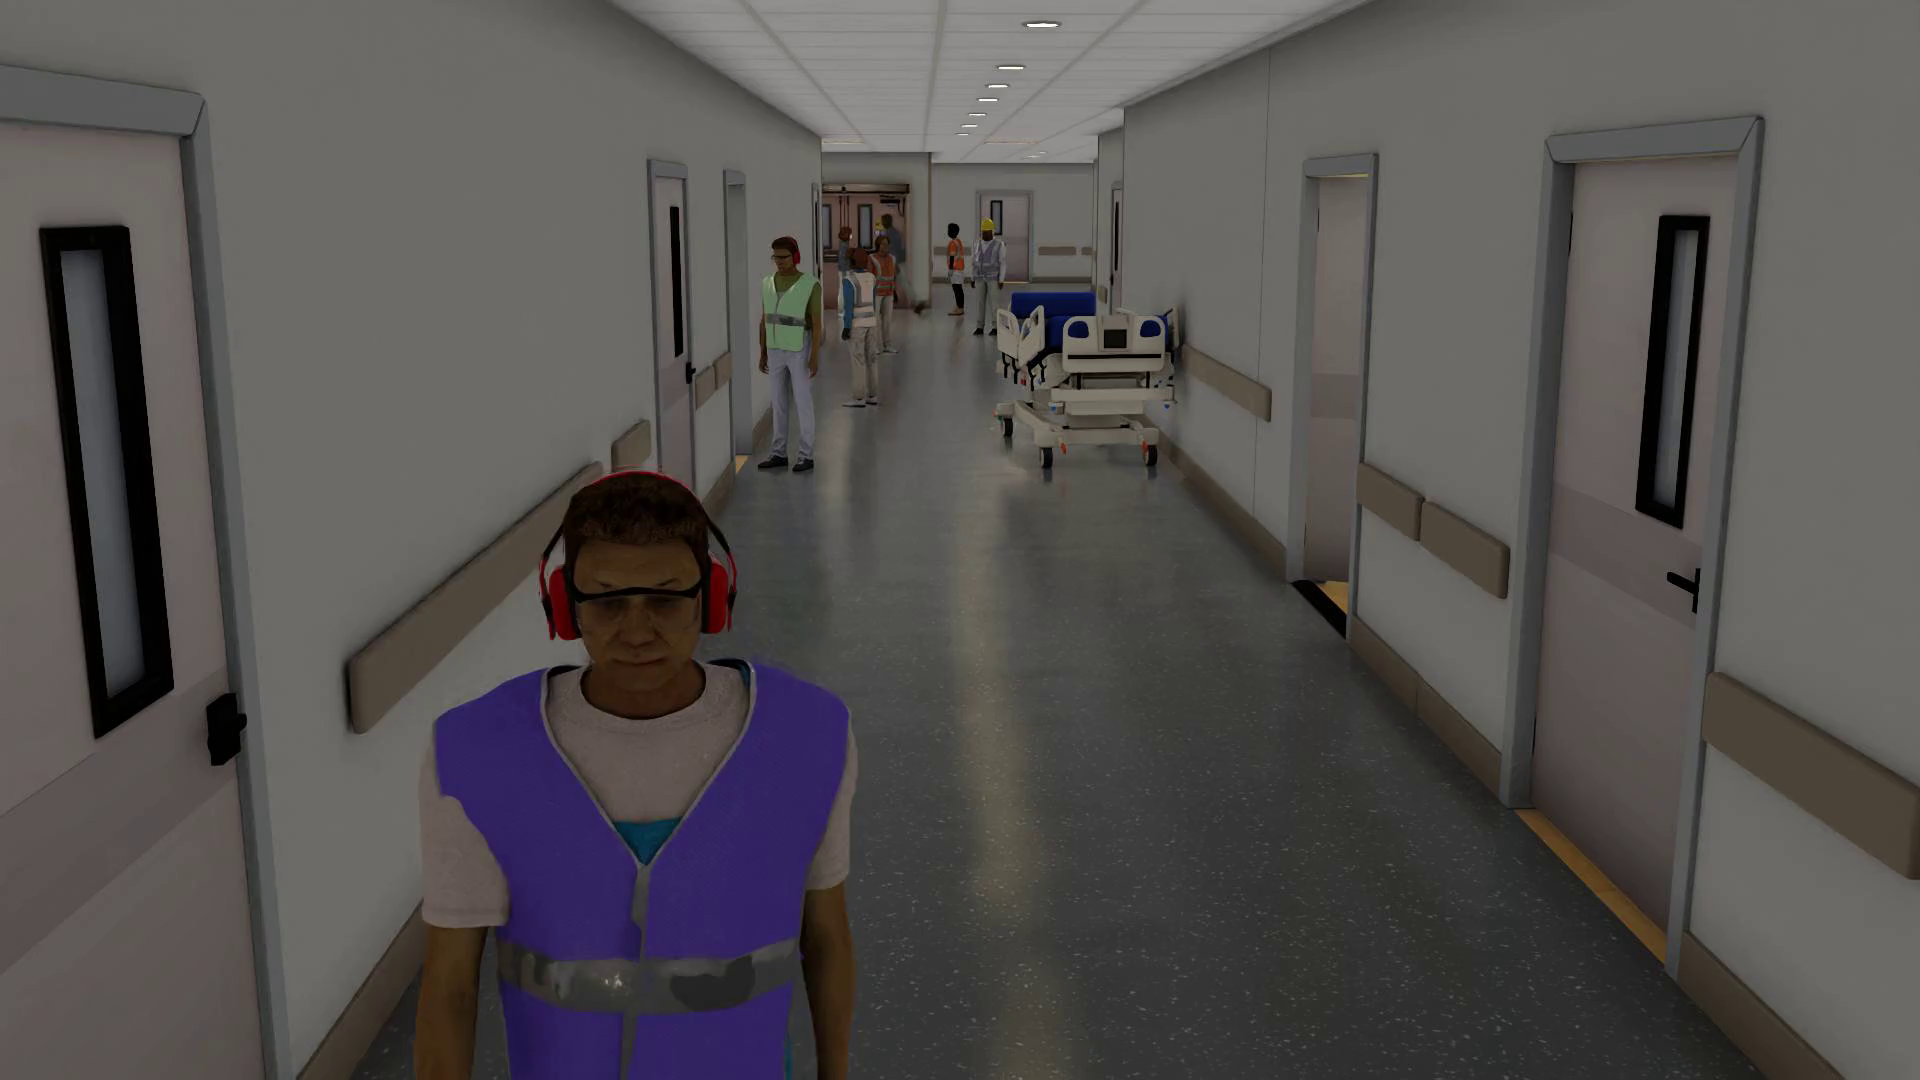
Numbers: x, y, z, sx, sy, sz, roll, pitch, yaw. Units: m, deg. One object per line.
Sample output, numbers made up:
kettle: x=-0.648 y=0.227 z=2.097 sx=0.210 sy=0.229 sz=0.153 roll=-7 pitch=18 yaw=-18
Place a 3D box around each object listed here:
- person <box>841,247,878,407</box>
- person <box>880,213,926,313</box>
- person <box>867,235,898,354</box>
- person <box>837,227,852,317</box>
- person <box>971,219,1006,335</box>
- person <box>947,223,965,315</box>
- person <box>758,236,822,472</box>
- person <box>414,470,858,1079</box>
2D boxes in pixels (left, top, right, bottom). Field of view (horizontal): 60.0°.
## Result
person: x=-1.035 y=-2.191 z=17.152 sx=0.315 sy=1.641 sz=0.514 roll=7 pitch=14 yaw=32
person: x=-1.190 y=-5.149 z=31.021 sx=1.106 sy=1.880 sz=0.638 roll=5 pitch=12 yaw=21
person: x=-1.079 y=-3.398 z=23.036 sx=0.511 sy=1.640 sz=0.308 roll=-10 pitch=15 yaw=-40
person: x=-2.081 y=-4.850 z=30.125 sx=0.271 sy=1.632 sz=0.503 roll=1 pitch=12 yaw=5
person: x=0.432 y=-4.131 z=26.170 sx=0.590 sy=1.824 sz=0.403 roll=6 pitch=13 yaw=26
person: x=-0.080 y=-4.996 z=30.715 sx=0.323 sy=1.690 sz=0.534 roll=2 pitch=12 yaw=11
person: x=-1.335 y=-1.466 z=13.138 sx=0.563 sy=1.839 sz=0.389 roll=7 pitch=13 yaw=30
person: x=-0.413 y=0.793 z=2.244 sx=0.576 sy=1.795 sz=0.979 roll=-2 pitch=12 yaw=-8
